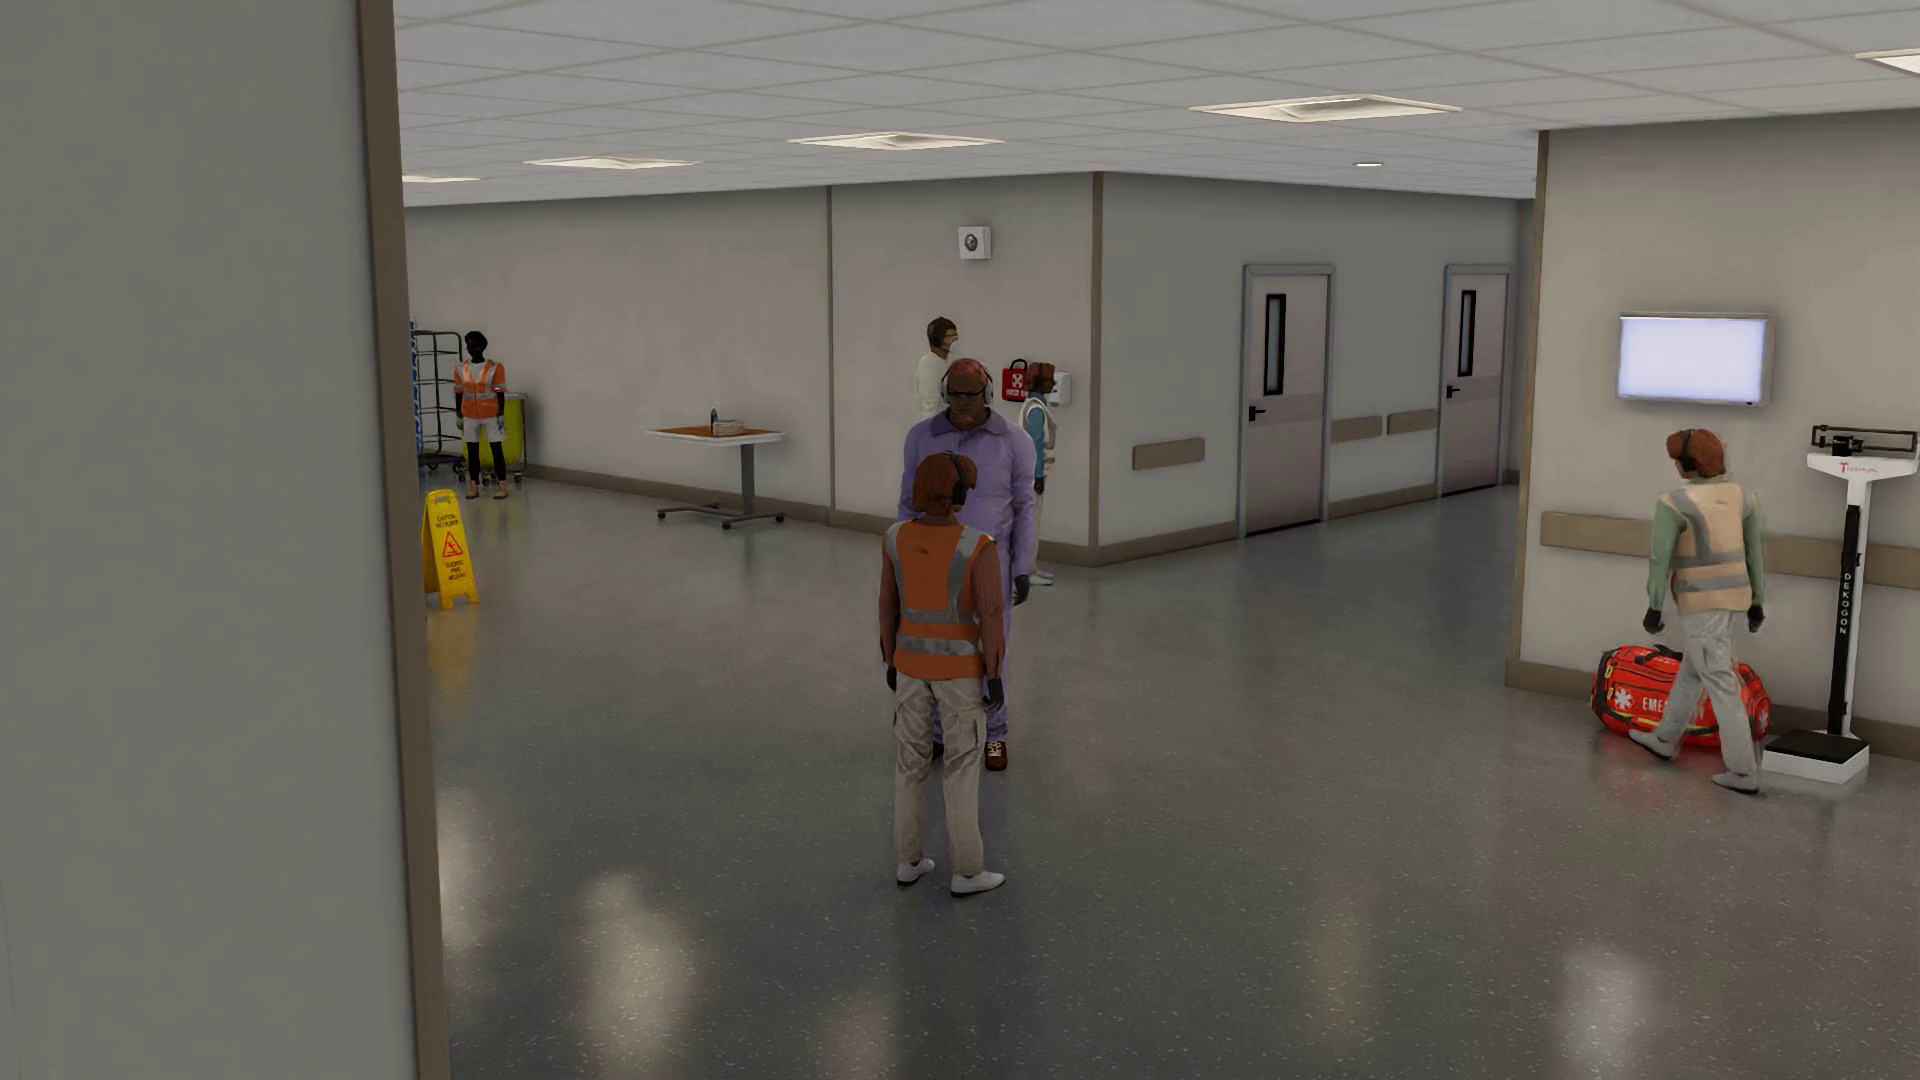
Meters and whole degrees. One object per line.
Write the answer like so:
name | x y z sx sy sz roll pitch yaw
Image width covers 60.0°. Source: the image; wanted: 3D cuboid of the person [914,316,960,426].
person | -0.166 -0.726 12.675 0.378 1.940 0.629 1 9 9

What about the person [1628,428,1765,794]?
person | 3.316 0.293 7.471 0.510 1.585 0.801 -4 10 -24

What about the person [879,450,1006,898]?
person | -0.066 0.492 6.123 0.524 1.639 0.308 6 11 32

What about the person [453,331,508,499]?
person | -4.783 -1.242 16.610 0.536 1.689 0.324 0 9 3

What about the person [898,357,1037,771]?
person | 0.021 0.113 7.645 0.639 1.903 0.409 1 9 9

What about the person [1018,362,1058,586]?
person | 0.553 -0.483 12.135 0.315 1.629 0.509 0 9 0
